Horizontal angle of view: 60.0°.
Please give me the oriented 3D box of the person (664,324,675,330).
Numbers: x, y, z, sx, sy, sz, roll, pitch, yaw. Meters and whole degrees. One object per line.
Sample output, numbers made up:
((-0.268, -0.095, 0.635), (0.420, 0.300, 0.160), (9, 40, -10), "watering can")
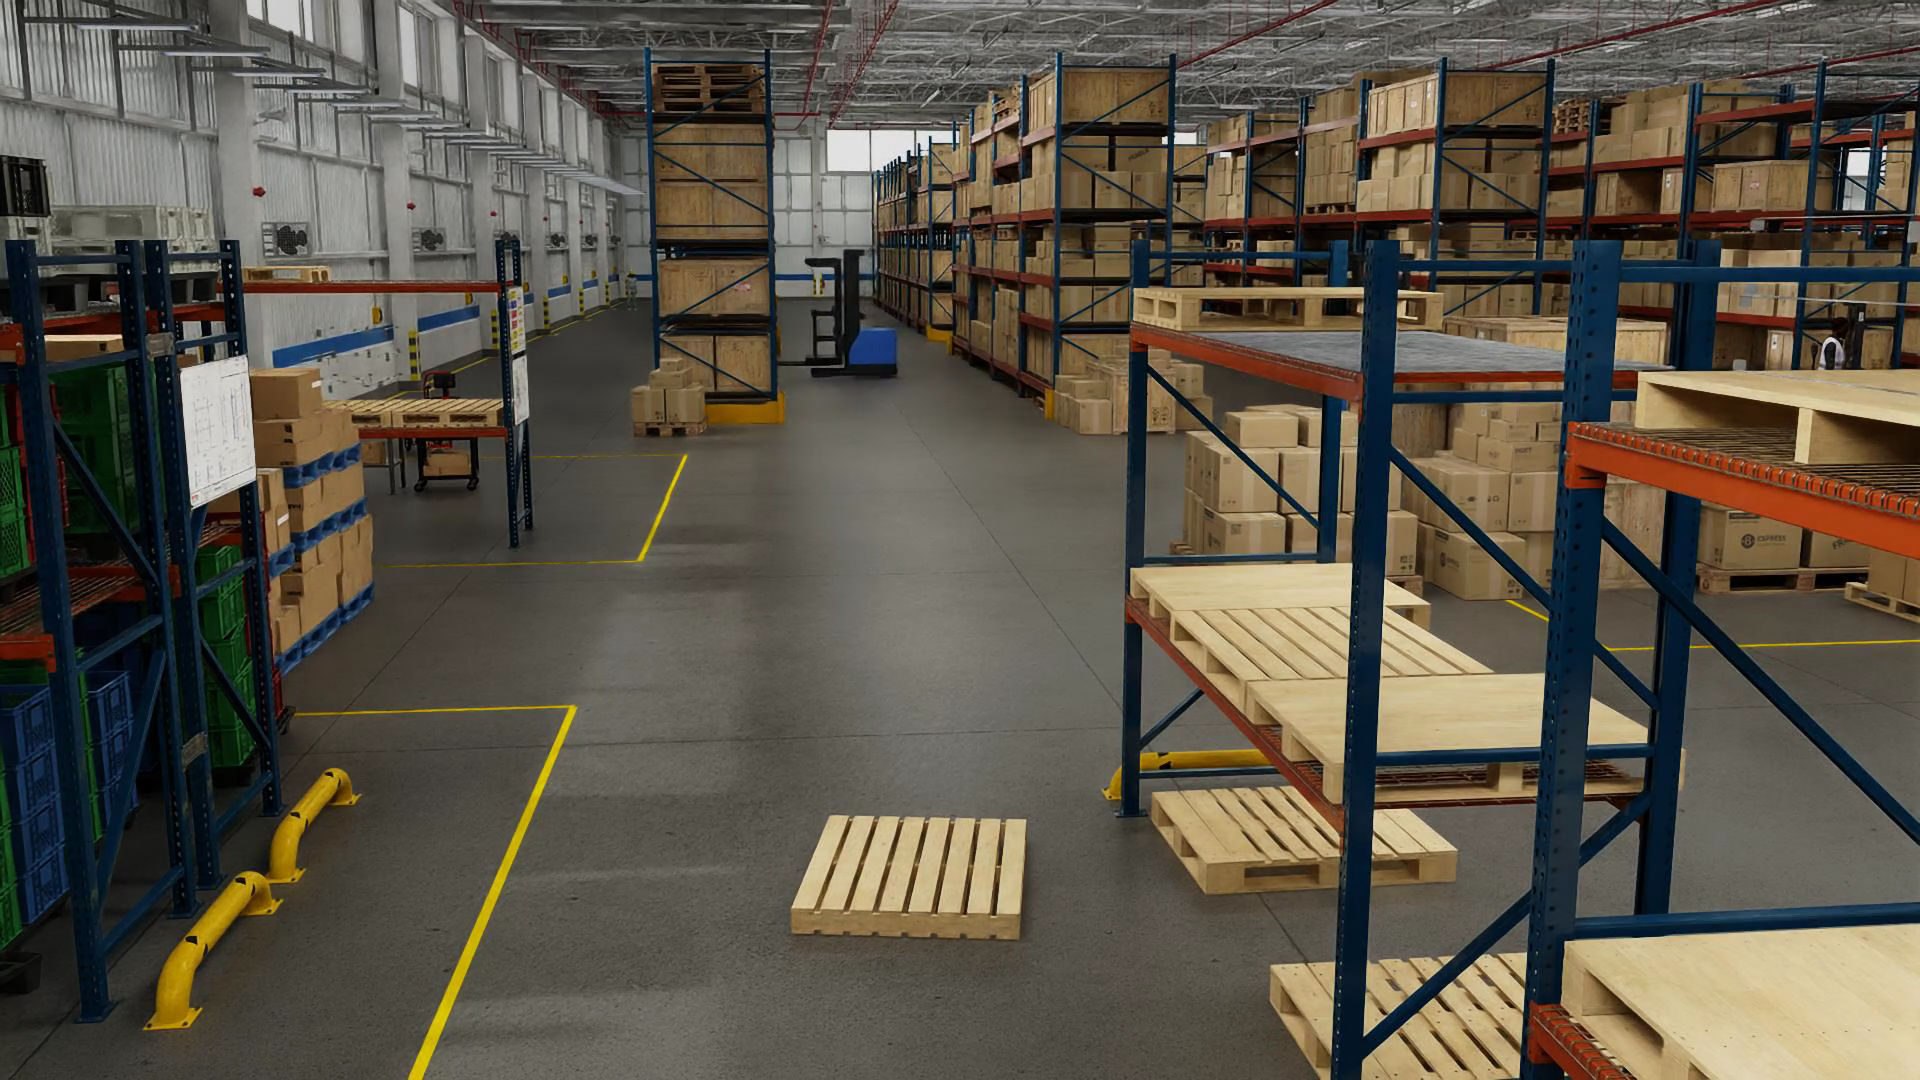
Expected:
((-9.110, -7.241, 52.022), (0.577, 1.817, 0.869), (-3, 11, -14), "person")

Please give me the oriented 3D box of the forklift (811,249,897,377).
((-2.368, -5.025, 36.777), (1.873, 2.768, 1.129), (-1, 10, -6), "forklift")

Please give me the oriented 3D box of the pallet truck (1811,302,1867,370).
((15.846, -3.142, 28.793), (1.885, 1.965, 0.823), (2, 10, 12), "pallet truck")

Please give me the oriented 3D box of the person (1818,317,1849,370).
((12.875, -2.340, 24.606), (0.394, 1.911, 0.588), (7, 12, 33), "person")

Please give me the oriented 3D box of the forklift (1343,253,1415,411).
((6.616, -3.121, 26.229), (1.129, 2.768, 1.873), (-1, 10, -6), "forklift")

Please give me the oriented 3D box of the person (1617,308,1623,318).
((11.587, -3.187, 29.475), (0.634, 1.841, 0.429), (9, 14, 42), "person")

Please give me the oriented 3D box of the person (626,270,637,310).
((-14.190, -10.795, 71.932), (0.480, 1.734, 0.332), (-7, 13, -35), "person")
